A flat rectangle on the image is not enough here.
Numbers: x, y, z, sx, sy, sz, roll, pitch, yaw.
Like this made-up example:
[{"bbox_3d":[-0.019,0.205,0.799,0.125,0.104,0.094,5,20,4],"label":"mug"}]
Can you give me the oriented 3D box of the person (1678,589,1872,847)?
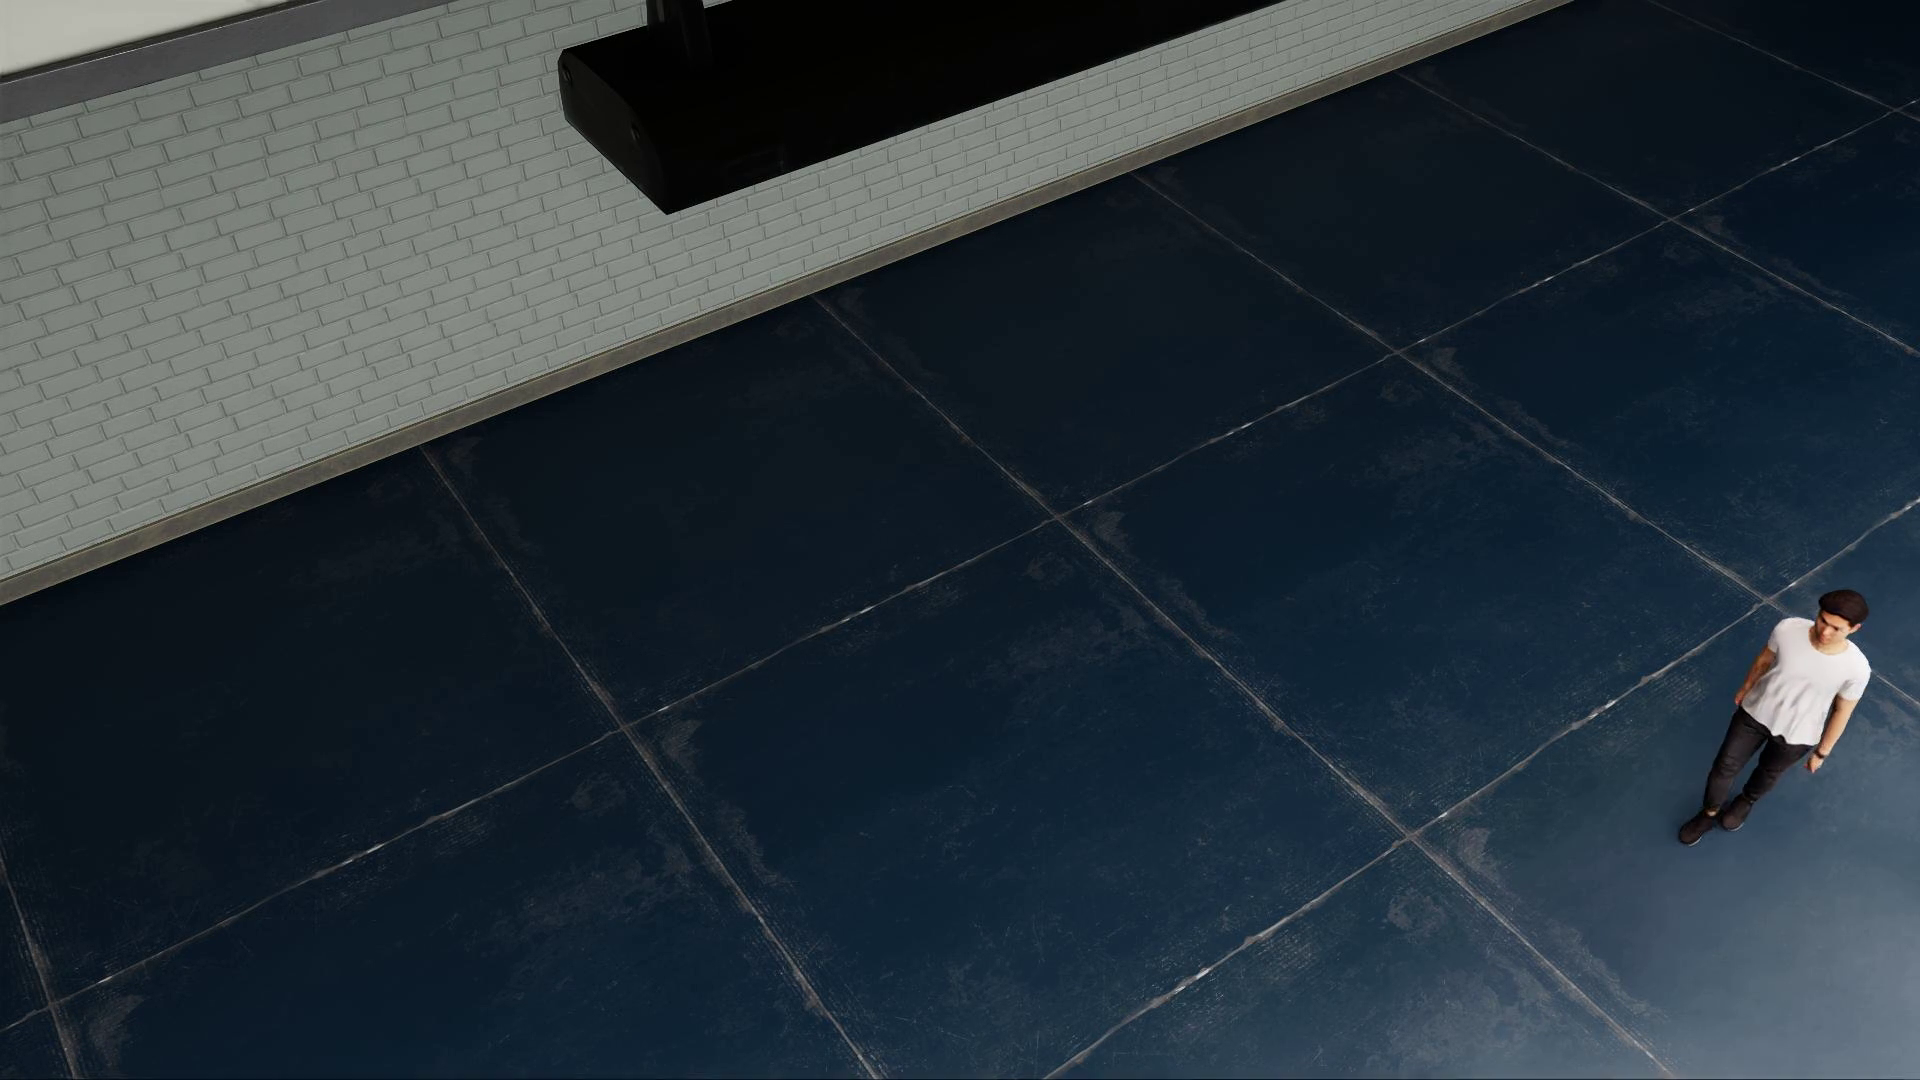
[{"bbox_3d":[4.056,0.817,8.114,0.762,1.707,0.798,34,53,31],"label":"person"}]
